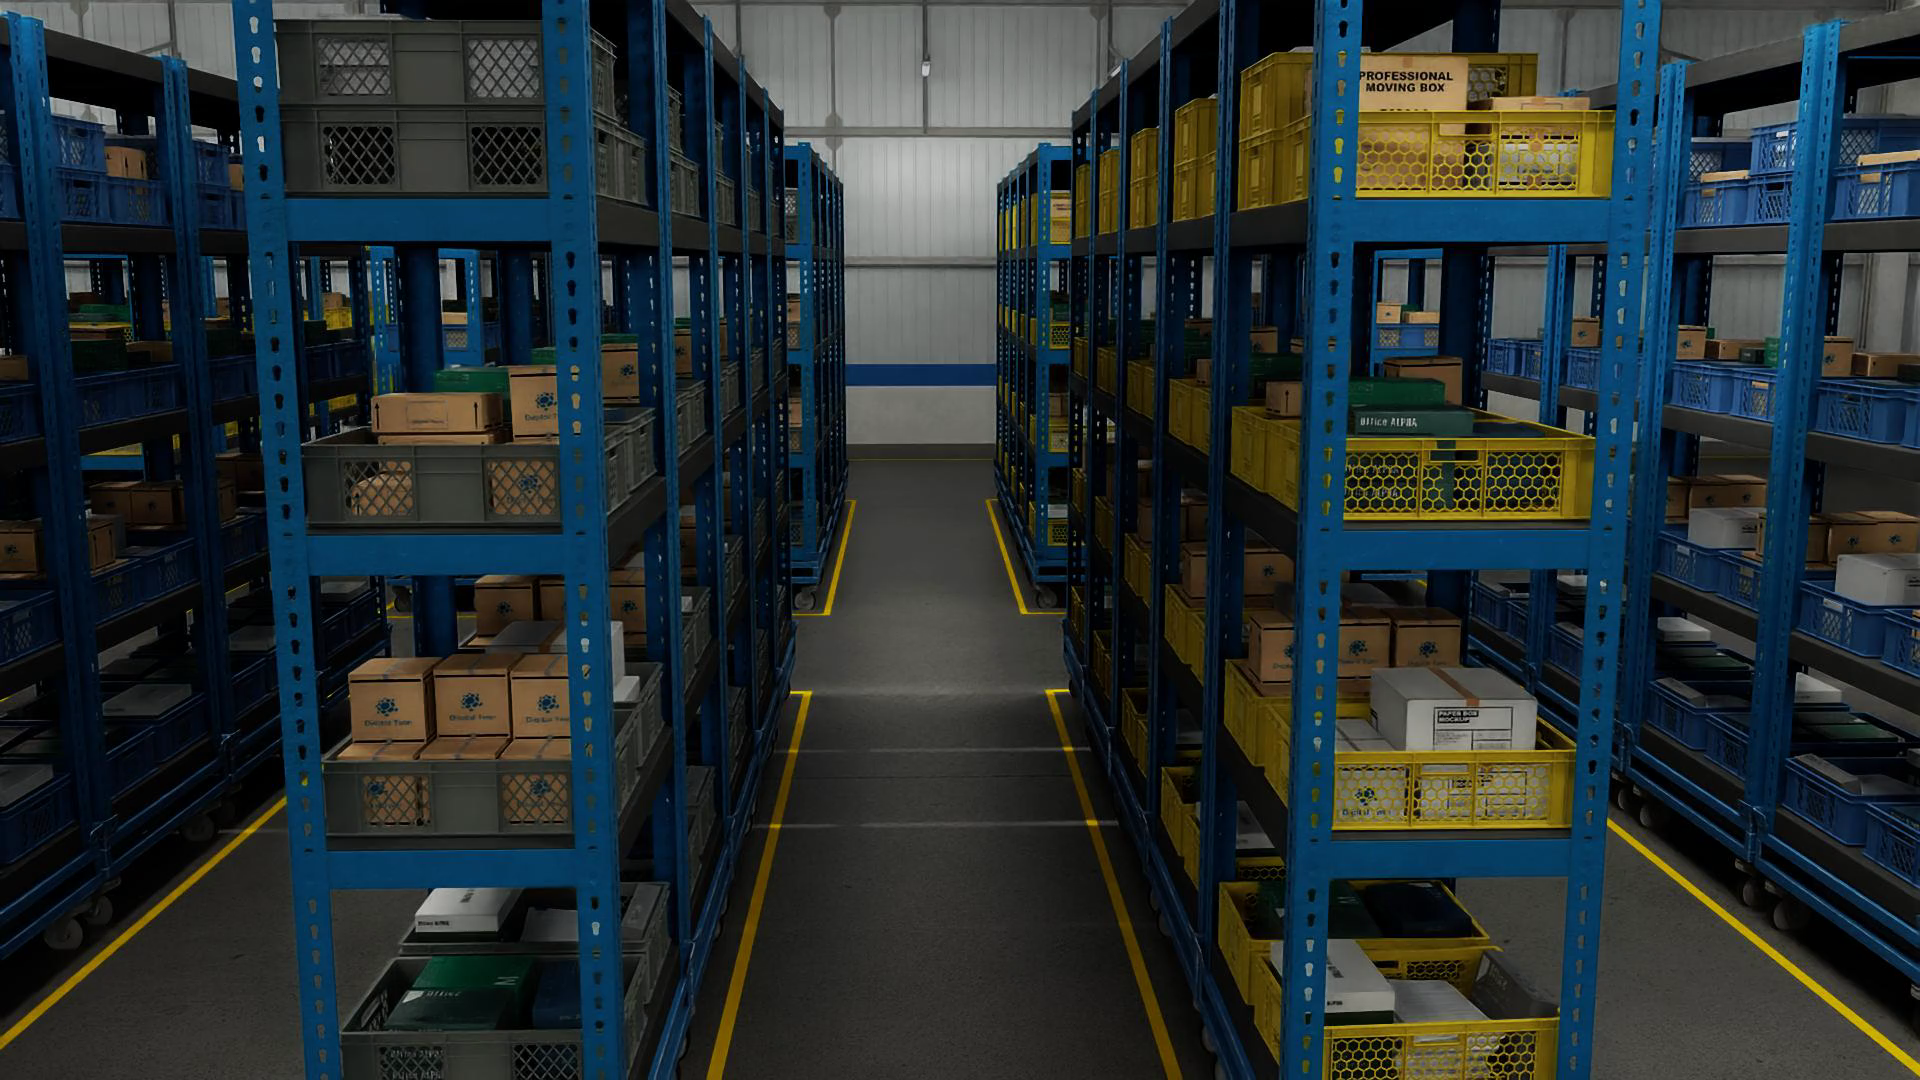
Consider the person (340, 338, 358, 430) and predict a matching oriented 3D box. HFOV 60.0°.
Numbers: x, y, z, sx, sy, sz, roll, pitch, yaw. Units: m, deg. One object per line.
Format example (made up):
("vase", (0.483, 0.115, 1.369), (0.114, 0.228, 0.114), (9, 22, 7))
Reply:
("person", (-7.462, -1.558, 20.370), (0.808, 1.799, 0.603), (-3, 10, -15))
